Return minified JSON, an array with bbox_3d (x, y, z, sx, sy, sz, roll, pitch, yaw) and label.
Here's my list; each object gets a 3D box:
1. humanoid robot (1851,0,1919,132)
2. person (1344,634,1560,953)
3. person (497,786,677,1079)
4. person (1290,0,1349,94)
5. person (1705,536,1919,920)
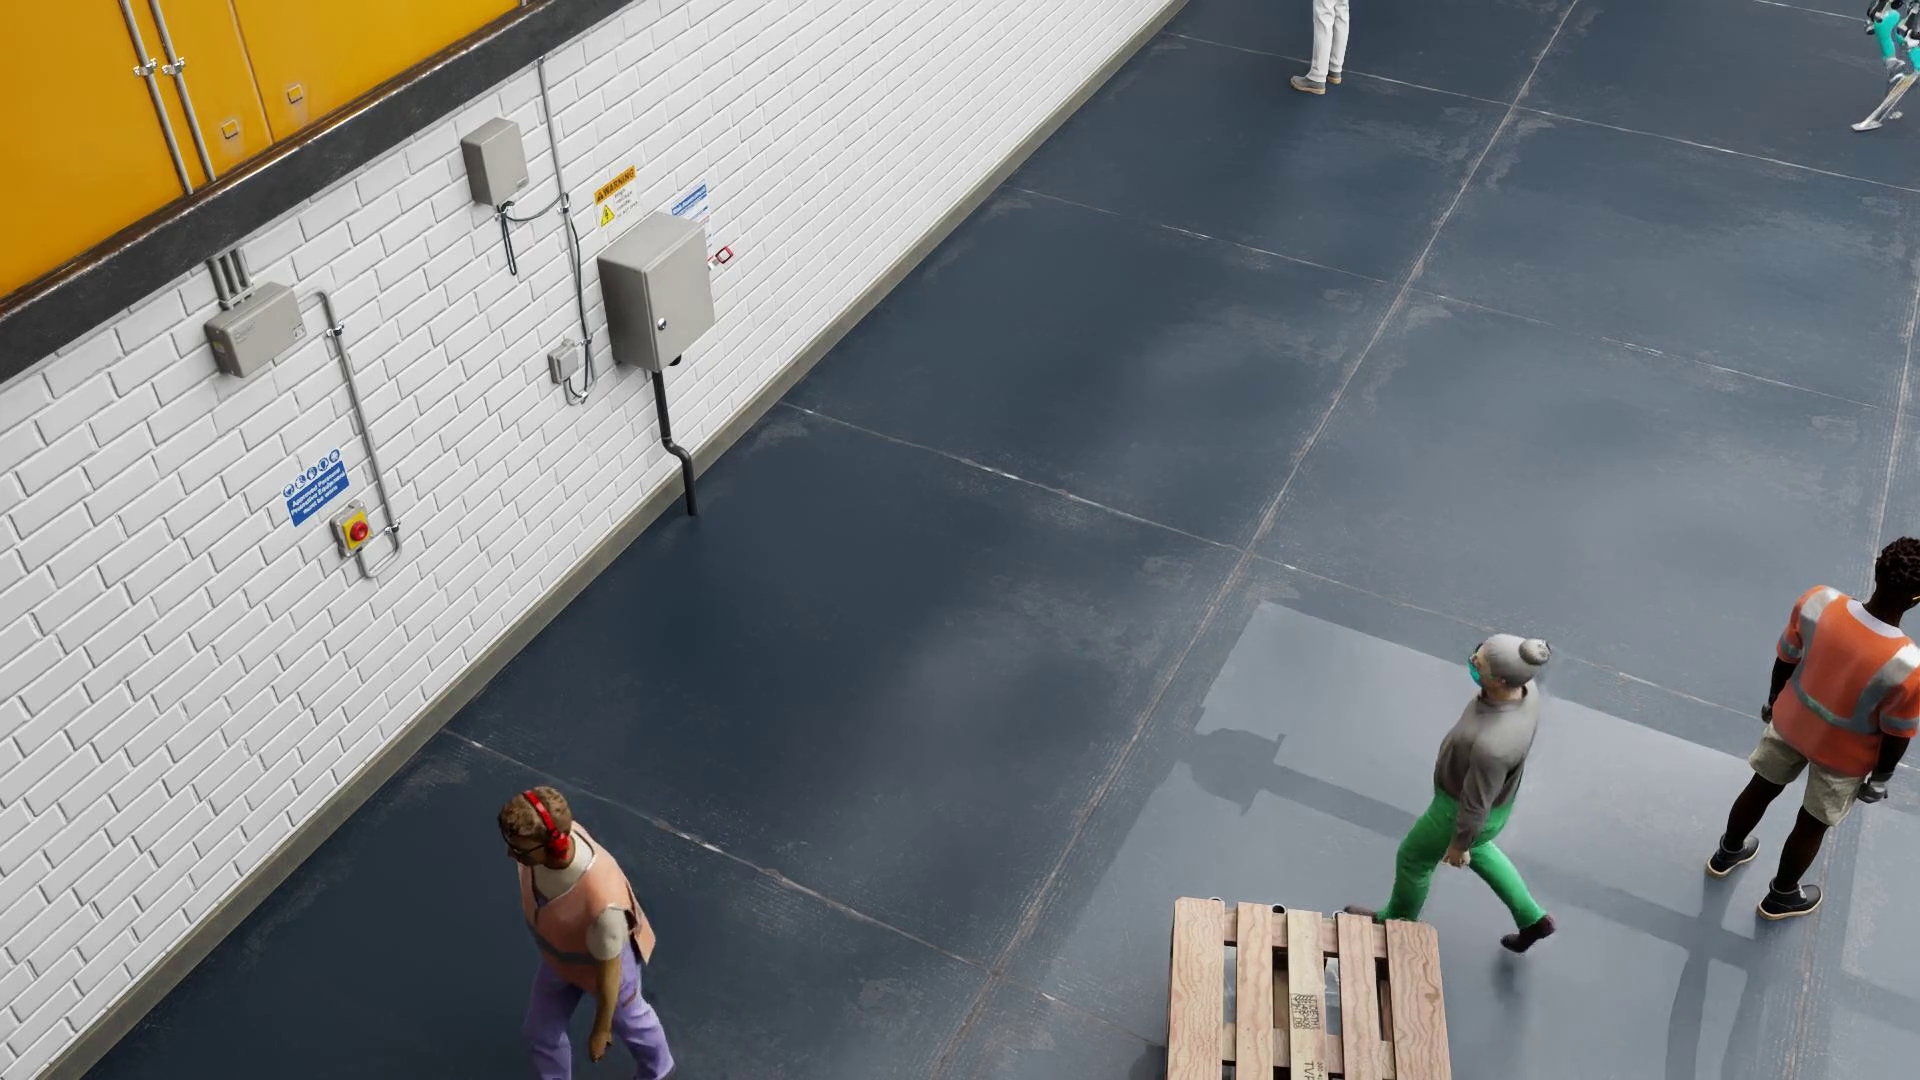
[{"bbox_3d":[7.016,-3.779,12.176,0.766,1.892,0.551,-11,42,-13],"label":"humanoid robot"},{"bbox_3d":[2.047,1.011,6.478,0.754,1.816,0.524,22,45,23],"label":"person"},{"bbox_3d":[-1.399,1.562,5.844,0.568,1.819,0.773,31,49,31],"label":"person"},{"bbox_3d":[2.840,-4.333,12.626,0.340,1.881,0.582,31,50,31],"label":"person"},{"bbox_3d":[3.473,0.767,6.651,0.368,1.966,0.605,-20,45,-22],"label":"person"}]
